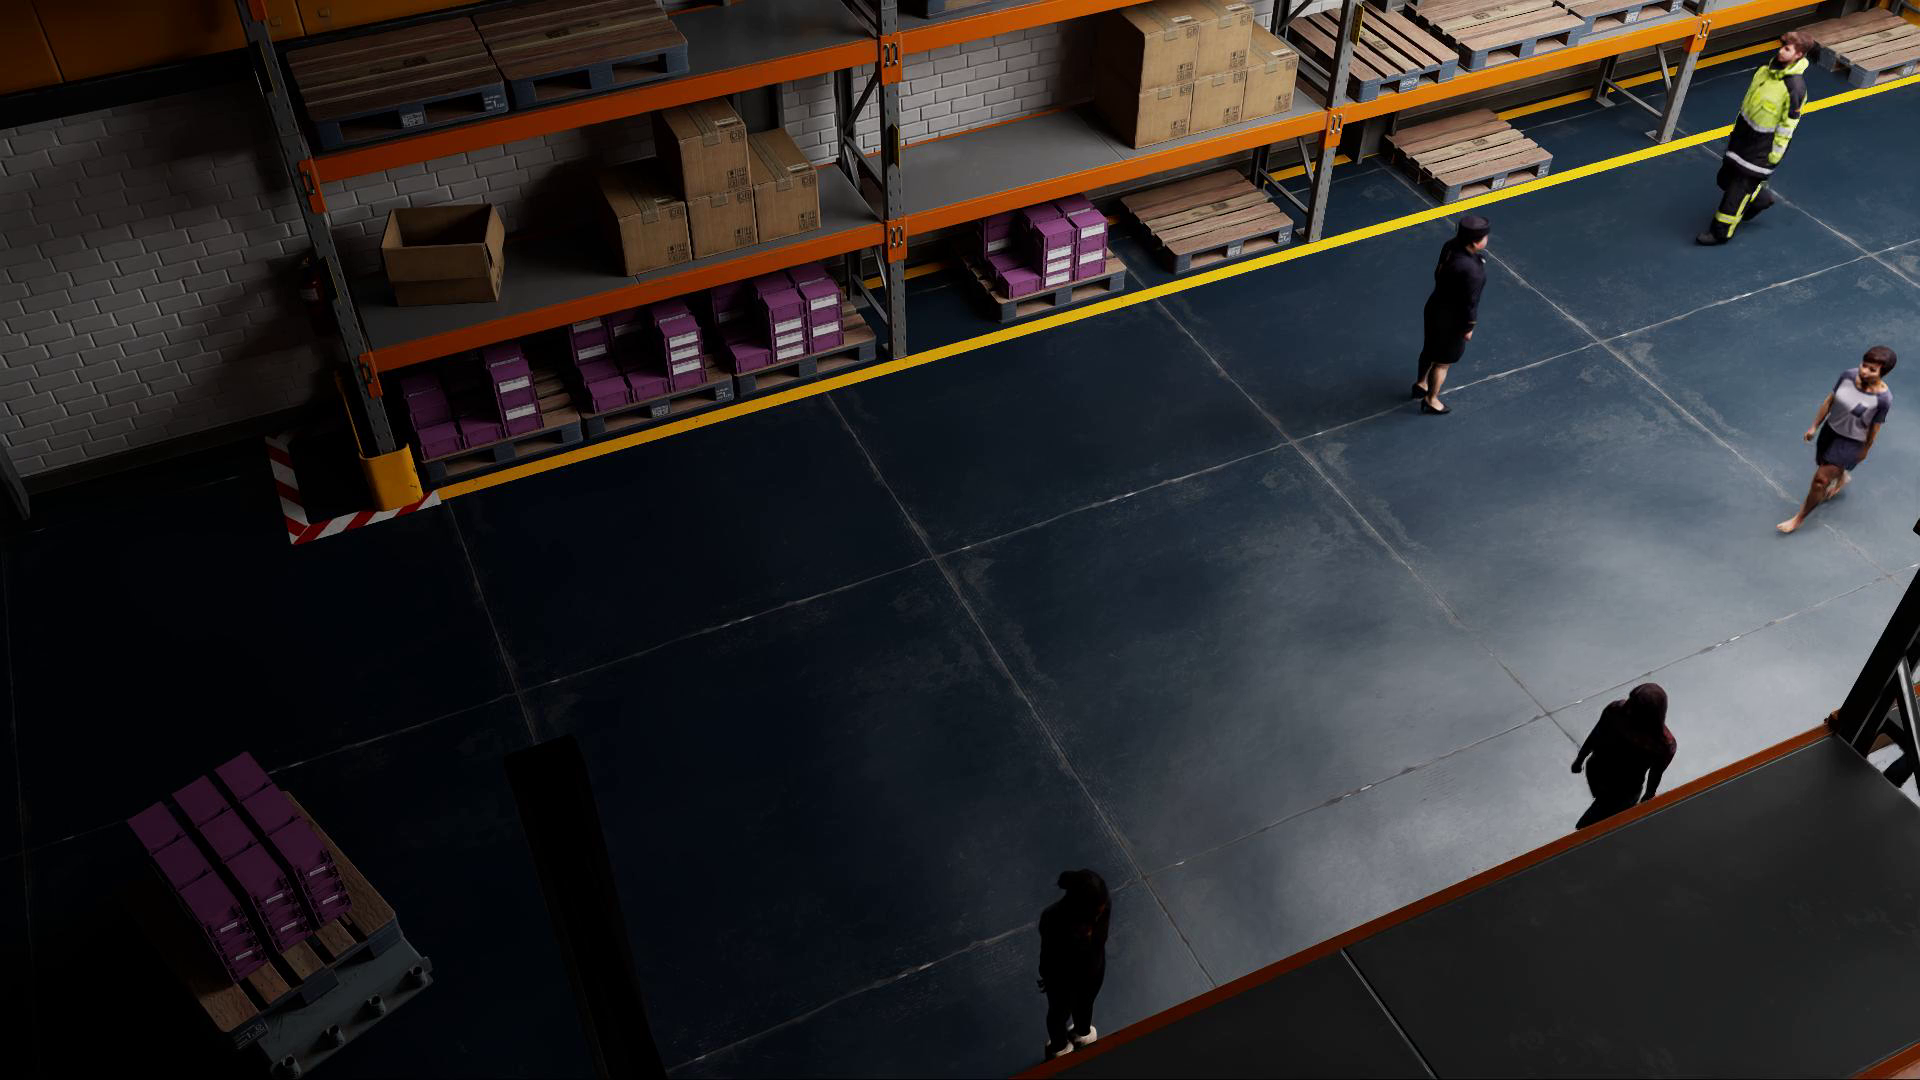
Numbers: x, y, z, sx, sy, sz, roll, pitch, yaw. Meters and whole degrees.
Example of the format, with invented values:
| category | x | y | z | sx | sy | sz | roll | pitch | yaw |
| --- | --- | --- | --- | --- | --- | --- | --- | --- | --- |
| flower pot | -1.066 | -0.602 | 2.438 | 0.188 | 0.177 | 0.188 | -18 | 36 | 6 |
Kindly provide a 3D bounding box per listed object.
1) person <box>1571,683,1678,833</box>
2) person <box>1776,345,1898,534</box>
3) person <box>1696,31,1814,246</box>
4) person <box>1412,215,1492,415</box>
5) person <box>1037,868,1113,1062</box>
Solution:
| category | x | y | z | sx | sy | sz | roll | pitch | yaw |
| --- | --- | --- | --- | --- | --- | --- | --- | --- | --- |
| person | 3.737 | 1.346 | 9.392 | 1.108 | 1.569 | 0.669 | -20 | 47 | -20 |
| person | 6.224 | -0.754 | 11.621 | 0.966 | 1.536 | 0.562 | -16 | 46 | -16 |
| person | 6.845 | -3.406 | 14.092 | 1.052 | 1.968 | 0.918 | -7 | 44 | -7 |
| person | 3.681 | -1.692 | 12.508 | 0.716 | 1.671 | 0.764 | -7 | 44 | -8 |
| person | 0.575 | 2.175 | 8.457 | 0.592 | 1.661 | 0.662 | 0 | 44 | 0 |
